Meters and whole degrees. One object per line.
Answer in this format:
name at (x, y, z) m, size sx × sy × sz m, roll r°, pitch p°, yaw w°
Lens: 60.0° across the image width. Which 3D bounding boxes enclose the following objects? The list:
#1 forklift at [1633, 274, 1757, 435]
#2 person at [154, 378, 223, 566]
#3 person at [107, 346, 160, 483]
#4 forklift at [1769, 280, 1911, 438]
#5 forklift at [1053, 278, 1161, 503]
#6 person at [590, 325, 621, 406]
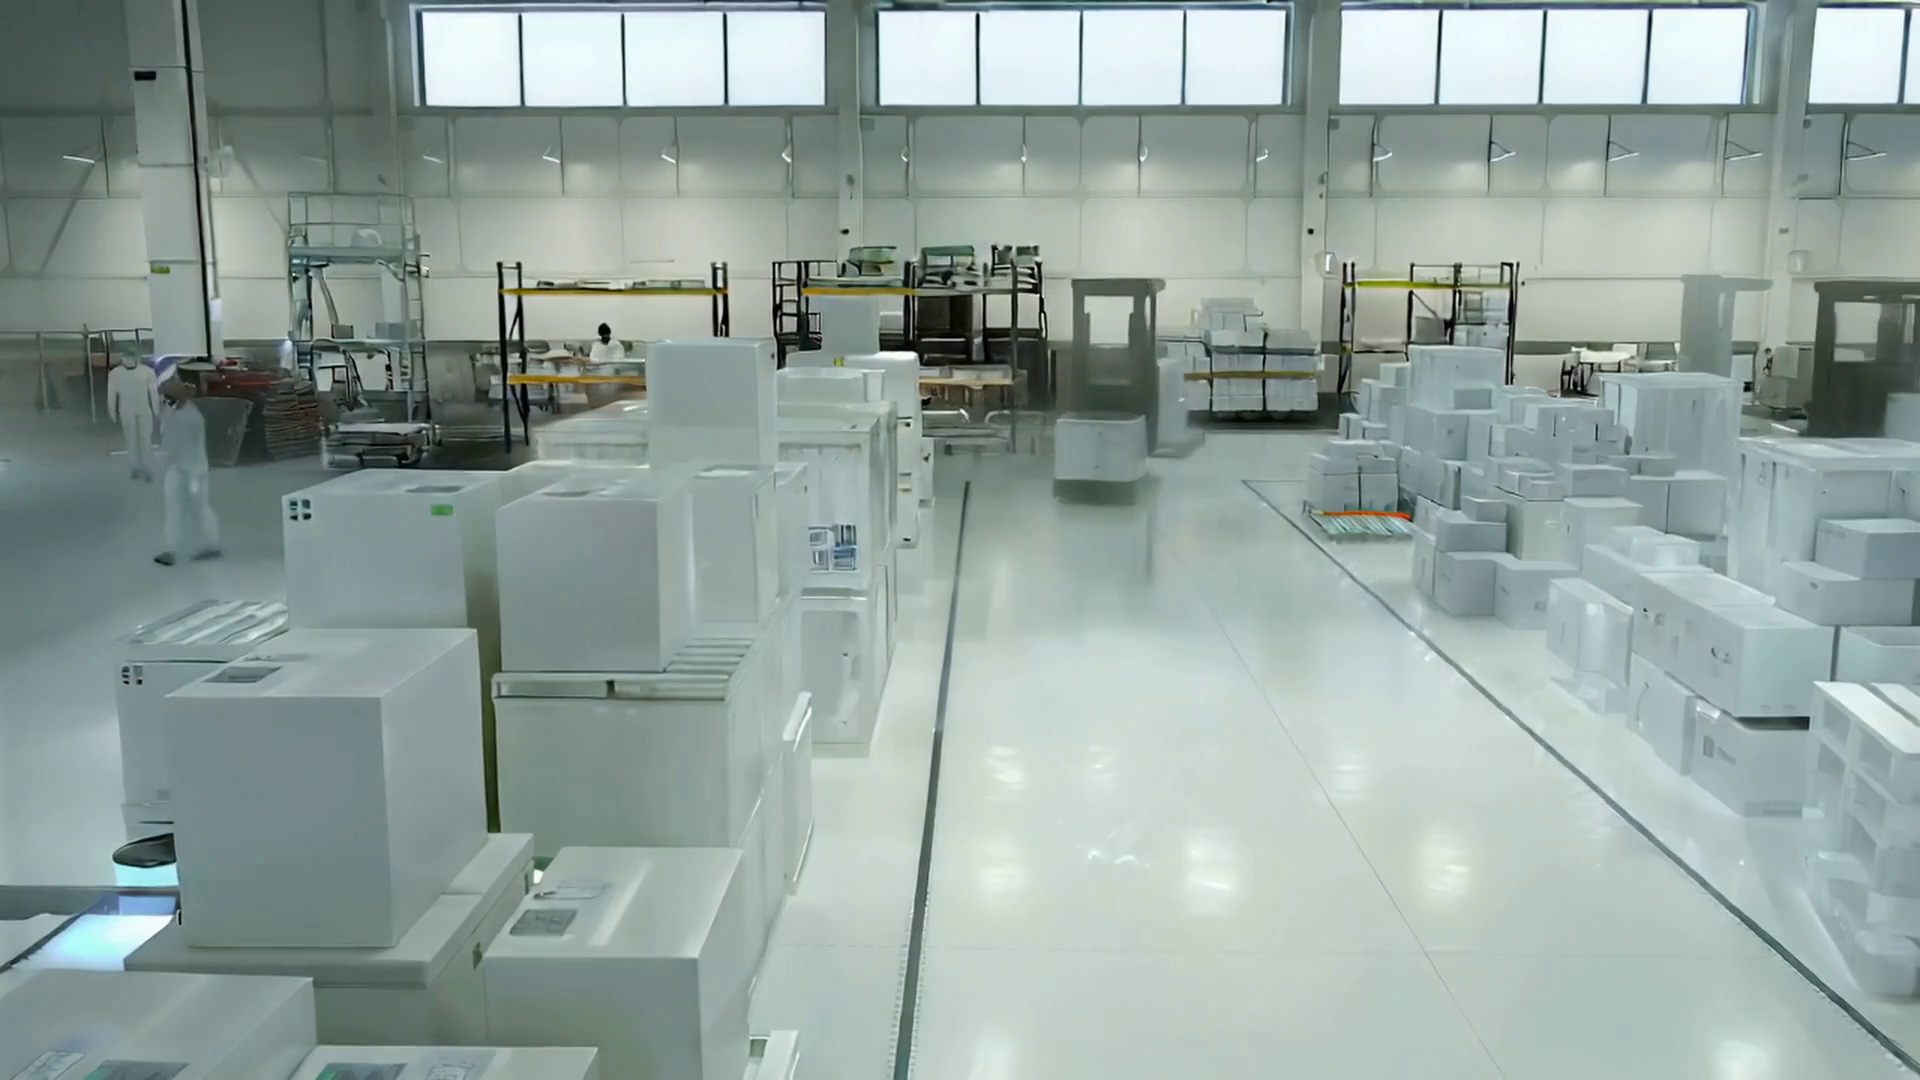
forklift at (12.930, -3.275, 29.250) m, size 1.873 × 2.768 × 1.129 m, roll 0°, pitch 9°, yaw 1°
person at (-7.756, -0.669, 16.598) m, size 0.651 × 1.888 × 0.867 m, roll 5°, pitch 11°, yaw 29°
person at (-11.400, -1.727, 22.971) m, size 0.651 × 1.878 × 1.032 m, roll -5°, pitch 11°, yaw -28°
forklift at (10.319, -1.604, 19.245) m, size 1.129 × 2.768 × 1.873 m, roll 0°, pitch 9°, yaw 0°
forklift at (1.919, -1.970, 21.435) m, size 1.129 × 2.768 × 1.873 m, roll 3°, pitch 10°, yaw 16°
person at (-6.556, -3.028, 30.763) m, size 0.561 × 1.878 × 1.021 m, roll -1°, pitch 10°, yaw -6°
